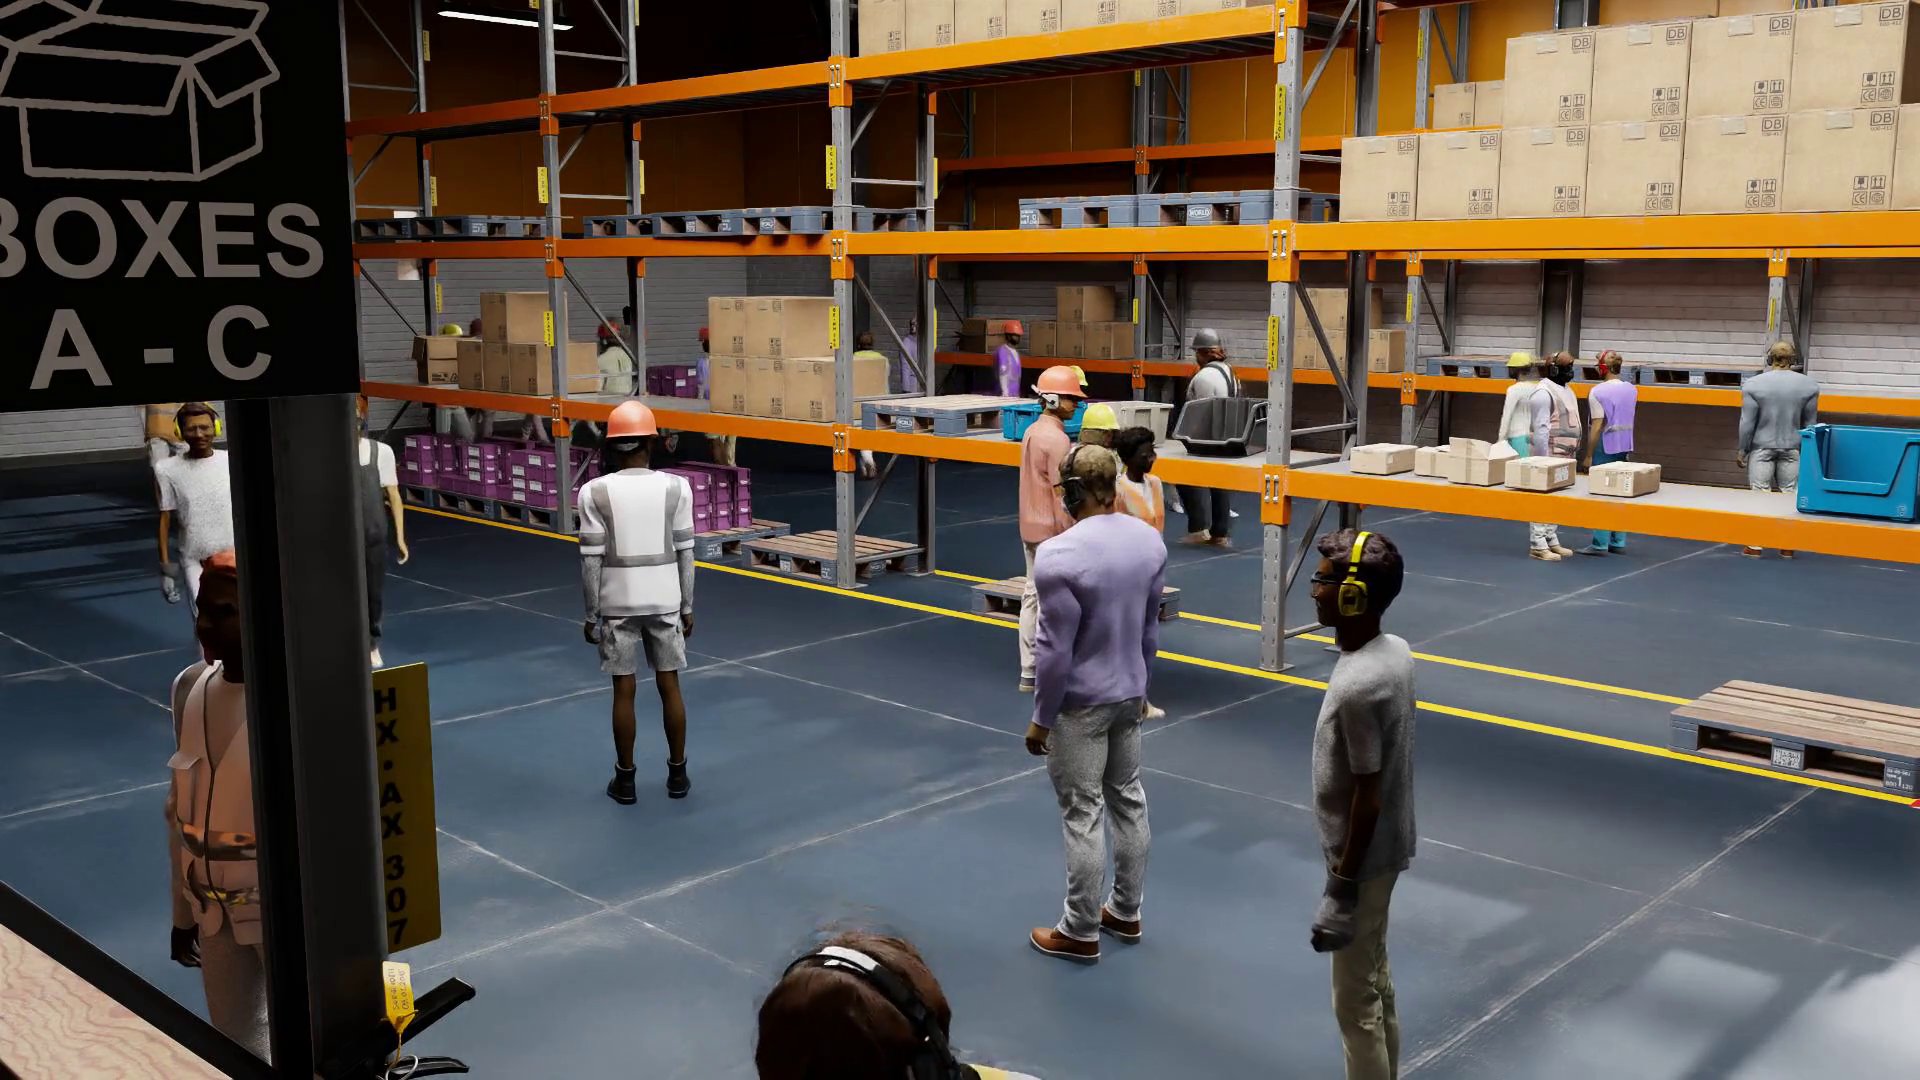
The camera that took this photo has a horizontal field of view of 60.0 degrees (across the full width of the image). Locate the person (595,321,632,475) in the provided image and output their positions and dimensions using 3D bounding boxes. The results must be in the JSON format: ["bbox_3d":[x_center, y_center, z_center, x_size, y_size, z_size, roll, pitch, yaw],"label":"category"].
[{"bbox_3d":[-3.815,-1.456,18.630,0.665,1.979,0.613,-9,13,-43],"label":"person"}]

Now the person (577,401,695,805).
[{"bbox_3d":[-1.545,0.303,7.984,0.547,1.934,0.375,-3,10,-17],"label":"person"}]

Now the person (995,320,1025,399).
[{"bbox_3d":[0.570,-1.903,21.591,0.811,1.917,0.564,5,11,30],"label":"person"}]

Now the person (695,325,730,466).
[{"bbox_3d":[-2.831,-1.511,19.148,0.415,1.917,0.572,8,12,39],"label":"person"}]

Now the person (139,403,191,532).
[{"bbox_3d":[-7.808,-1.059,16.497,0.571,1.869,0.983,-2,10,-13],"label":"person"}]

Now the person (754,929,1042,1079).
[{"bbox_3d":[-0.042,1.336,2.125,0.638,1.784,0.932,-4,10,-21],"label":"person"}]

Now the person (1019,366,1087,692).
[{"bbox_3d":[0.547,-0.039,9.904,0.392,1.991,0.613,-3,10,-16],"label":"person"}]

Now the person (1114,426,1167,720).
[{"bbox_3d":[0.945,0.170,9.563,0.571,1.678,0.538,7,12,37],"label":"person"}]

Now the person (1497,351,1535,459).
[{"bbox_3d":[5.726,-1.071,17.064,0.893,1.720,0.535,8,12,41],"label":"person"}]

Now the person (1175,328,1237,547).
[{"bbox_3d":[2.240,-0.939,15.272,0.582,2.000,0.710,6,11,31],"label":"person"}]

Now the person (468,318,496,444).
[{"bbox_3d":[-6.473,-2.046,22.516,0.654,1.890,0.453,0,9,2],"label":"person"}]

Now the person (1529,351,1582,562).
[{"bbox_3d":[5.245,-0.741,14.665,0.429,1.843,0.633,7,12,38],"label":"person"}]

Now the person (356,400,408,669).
[{"bbox_3d":[-3.738,-0.006,10.332,0.533,1.803,0.986,-4,10,-25],"label":"person"}]

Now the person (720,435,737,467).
[{"bbox_3d":[-2.840,-1.575,20.410,0.281,1.634,0.498,6,11,34],"label":"person"}]

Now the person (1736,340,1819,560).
[{"bbox_3d":[7.174,-0.783,14.630,0.635,1.935,0.349,2,9,12],"label":"person"}]

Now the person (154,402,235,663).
[{"bbox_3d":[-4.156,0.141,9.228,0.551,1.851,0.440,-6,11,-31],"label":"person"}]

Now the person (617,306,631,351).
[{"bbox_3d":[-5.394,-2.842,27.189,0.603,1.959,0.375,4,10,23],"label":"person"}]

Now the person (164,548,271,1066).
[{"bbox_3d":[-1.756,0.949,4.171,0.575,1.885,0.355,4,10,23],"label":"person"}]

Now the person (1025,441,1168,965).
[{"bbox_3d":[0.490,0.600,6.161,0.628,1.935,0.373,-9,13,-43],"label":"person"}]

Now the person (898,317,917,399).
[{"bbox_3d":[-0.598,-2.151,23.146,0.403,1.900,0.639,4,10,25],"label":"person"}]

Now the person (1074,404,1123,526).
[{"bbox_3d":[0.848,0.033,10.222,0.296,1.744,0.487,9,13,43],"label":"person"}]

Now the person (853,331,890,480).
[{"bbox_3d":[-1.163,-1.648,20.334,0.632,1.814,0.863,-4,10,-23],"label":"person"}]

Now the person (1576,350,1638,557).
[{"bbox_3d":[5.781,-0.764,14.801,0.572,1.840,0.374,-6,11,-31],"label":"person"}]

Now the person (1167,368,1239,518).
[{"bbox_3d":[2.500,-1.045,17.270,0.532,1.601,0.850,-9,13,-43],"label":"person"}]

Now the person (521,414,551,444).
[{"bbox_3d":[-5.939,-2.171,23.249,0.624,1.907,1.114,-8,12,-41],"label":"person"}]

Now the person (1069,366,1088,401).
[{"bbox_3d":[0.920,-0.558,13.775,0.525,1.769,0.308,-9,13,-44],"label":"person"}]

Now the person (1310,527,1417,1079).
[{"bbox_3d":[1.075,0.891,4.565,0.330,1.874,0.518,4,10,23],"label":"person"}]

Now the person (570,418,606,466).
[{"bbox_3d":[-4.922,-1.699,21.431,1.015,1.549,0.529,0,9,-2],"label":"person"}]

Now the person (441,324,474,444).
[{"bbox_3d":[-6.081,-1.607,19.785,0.476,1.899,0.610,2,10,14],"label":"person"}]
